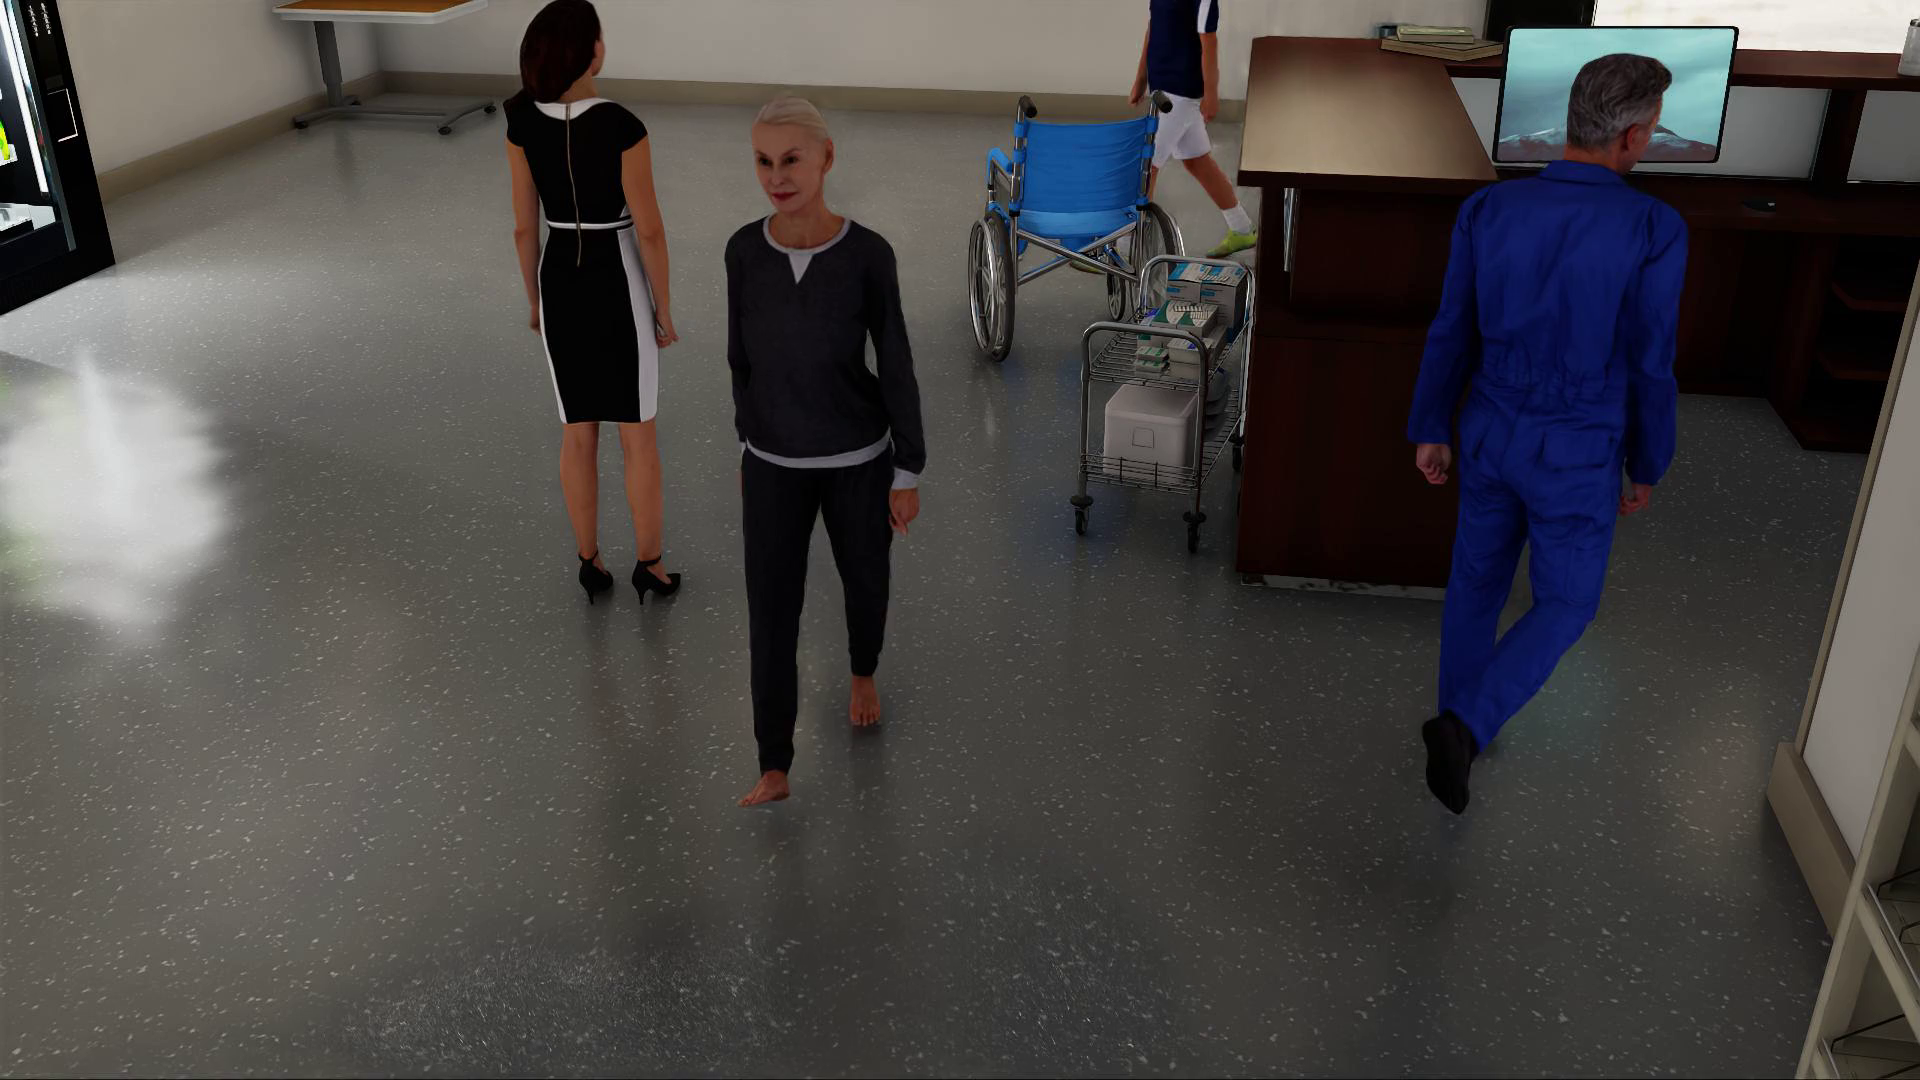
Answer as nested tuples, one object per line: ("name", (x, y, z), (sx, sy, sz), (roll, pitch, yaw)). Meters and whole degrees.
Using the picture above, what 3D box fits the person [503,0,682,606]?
("person", (-1.057, -0.646, 4.850), (0.580, 1.795, 0.477), (4, 26, 9))

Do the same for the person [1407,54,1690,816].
("person", (1.325, -0.174, 3.862), (1.030, 1.802, 1.142), (19, 32, 34))

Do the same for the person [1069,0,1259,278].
("person", (1.121, -2.137, 7.942), (1.025, 1.794, 1.259), (-6, 26, -12))

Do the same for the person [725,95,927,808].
("person", (-0.334, -0.243, 4.140), (0.691, 1.686, 1.053), (2, 26, 5))
